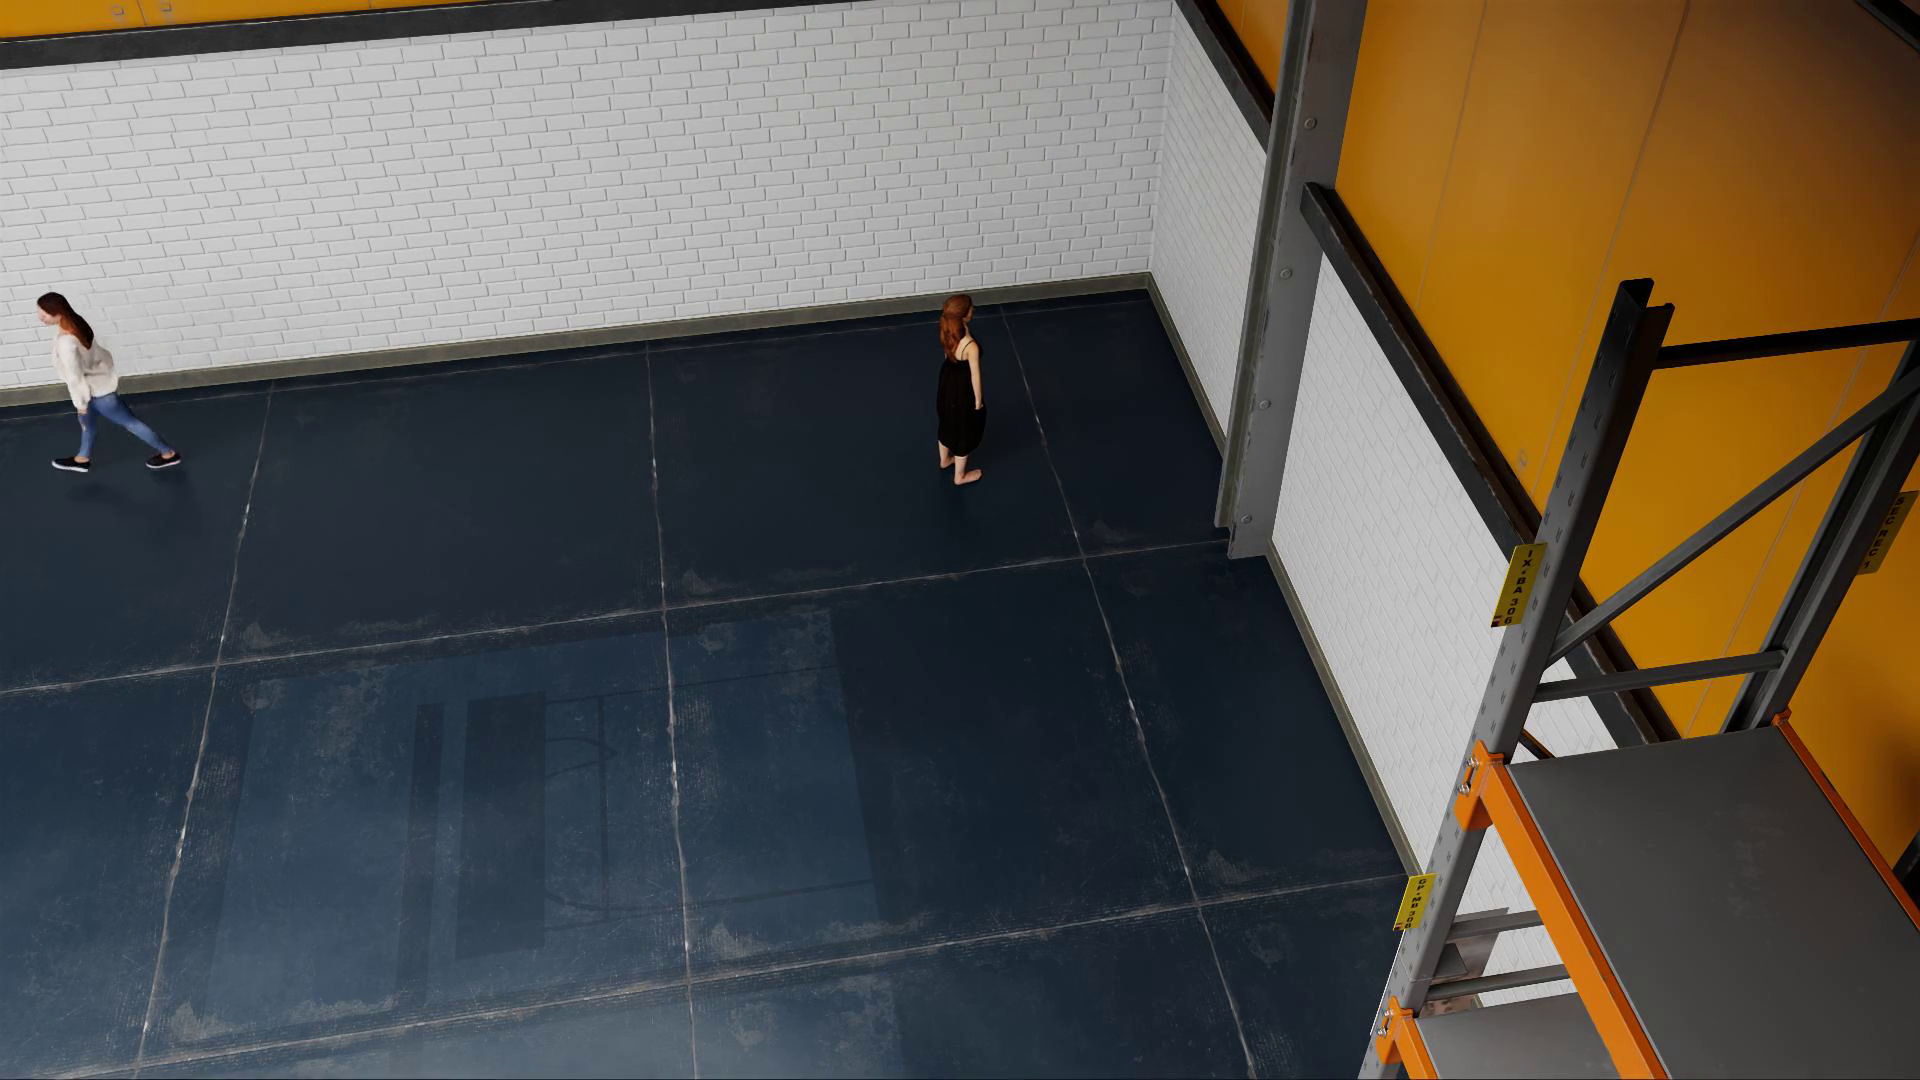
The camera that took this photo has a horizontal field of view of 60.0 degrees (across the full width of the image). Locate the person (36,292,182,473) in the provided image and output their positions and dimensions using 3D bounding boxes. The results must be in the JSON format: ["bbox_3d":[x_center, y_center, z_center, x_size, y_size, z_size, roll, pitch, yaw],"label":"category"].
[{"bbox_3d":[-6.175,-1.095,12.075,0.733,1.637,1.062,-9,44,-9],"label":"person"}]

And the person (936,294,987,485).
[{"bbox_3d":[-0.018,-1.108,12.099,0.715,1.623,0.628,-28,50,-26],"label":"person"}]
